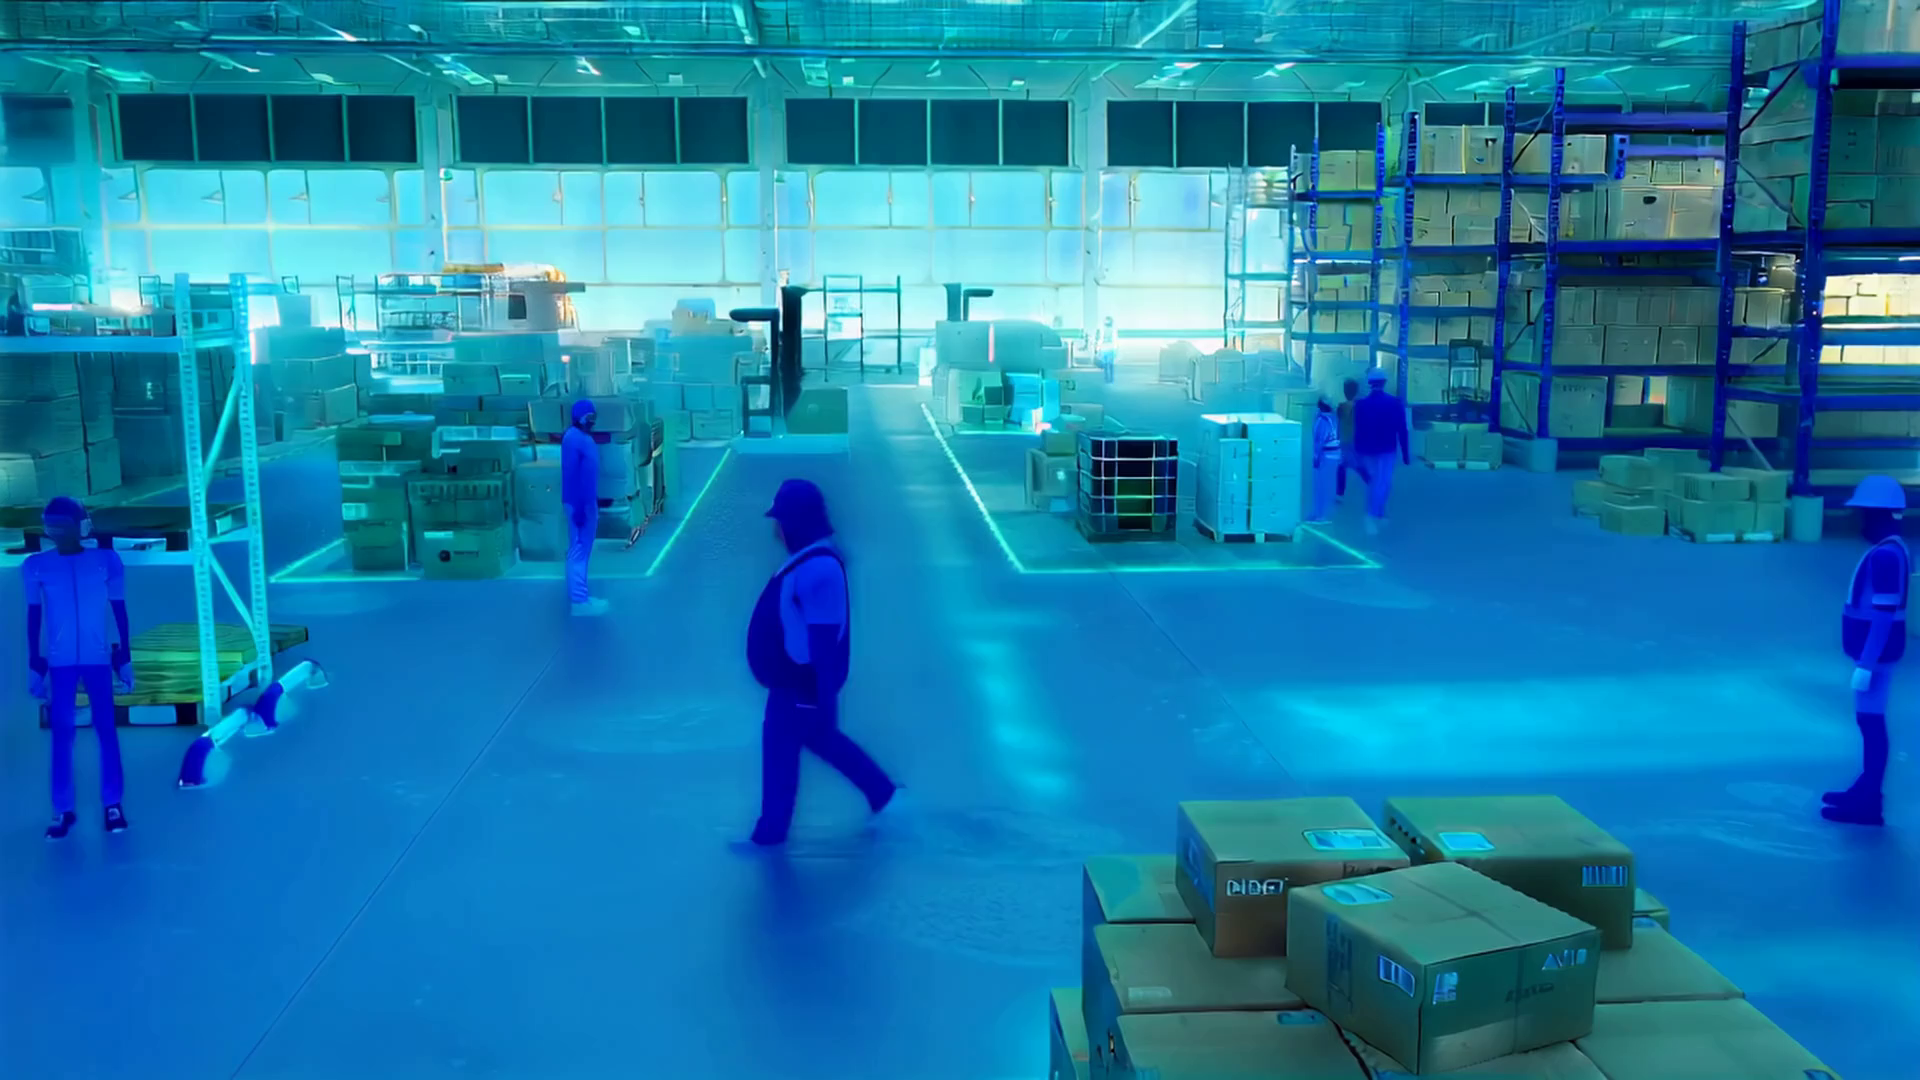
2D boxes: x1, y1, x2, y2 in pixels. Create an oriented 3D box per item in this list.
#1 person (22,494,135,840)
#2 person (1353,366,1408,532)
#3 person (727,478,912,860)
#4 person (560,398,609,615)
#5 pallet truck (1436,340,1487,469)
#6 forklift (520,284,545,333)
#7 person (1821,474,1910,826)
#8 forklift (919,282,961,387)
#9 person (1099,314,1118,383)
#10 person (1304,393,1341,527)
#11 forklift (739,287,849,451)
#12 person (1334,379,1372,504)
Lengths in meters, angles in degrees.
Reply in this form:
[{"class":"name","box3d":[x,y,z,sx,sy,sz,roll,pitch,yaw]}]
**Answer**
[{"class":"person","box3d":[-4.747,0.675,8.981,0.513,1.864,0.331,-3,10,-20]},{"class":"person","box3d":[4.957,-1.079,19.721,0.620,1.954,0.966,5,11,31]},{"class":"person","box3d":[-0.726,0.639,8.646,0.905,2.000,0.683,0,9,-3]},{"class":"person","box3d":[-3.375,-0.305,14.902,0.373,1.937,0.630,0,9,-3]},{"class":"pallet truck","box3d":[8.004,-2.170,26.422,0.823,1.965,1.885,2,9,14]},{"class":"forklift","box3d":[-9.320,-4.225,36.561,1.873,2.768,1.129,-1,9,-4]},{"class":"person","box3d":[5.011,0.604,9.184,0.360,1.939,0.543,5,10,30]},{"class":"forklift","box3d":[-0.169,-5.567,44.988,1.873,2.768,1.129,-1,9,-4]},{"class":"person","box3d":[4.219,-5.417,47.049,0.585,1.915,0.694,3,9,17]},{"class":"person","box3d":[4.379,-0.971,20.156,0.488,1.610,0.538,4,10,25]},{"class":"forklift","box3d":[-2.857,-2.959,28.607,1.873,2.768,1.129,-1,9,-4]},{"class":"person","box3d":[5.159,-1.272,21.755,0.535,1.678,0.665,-4,10,-22]}]
